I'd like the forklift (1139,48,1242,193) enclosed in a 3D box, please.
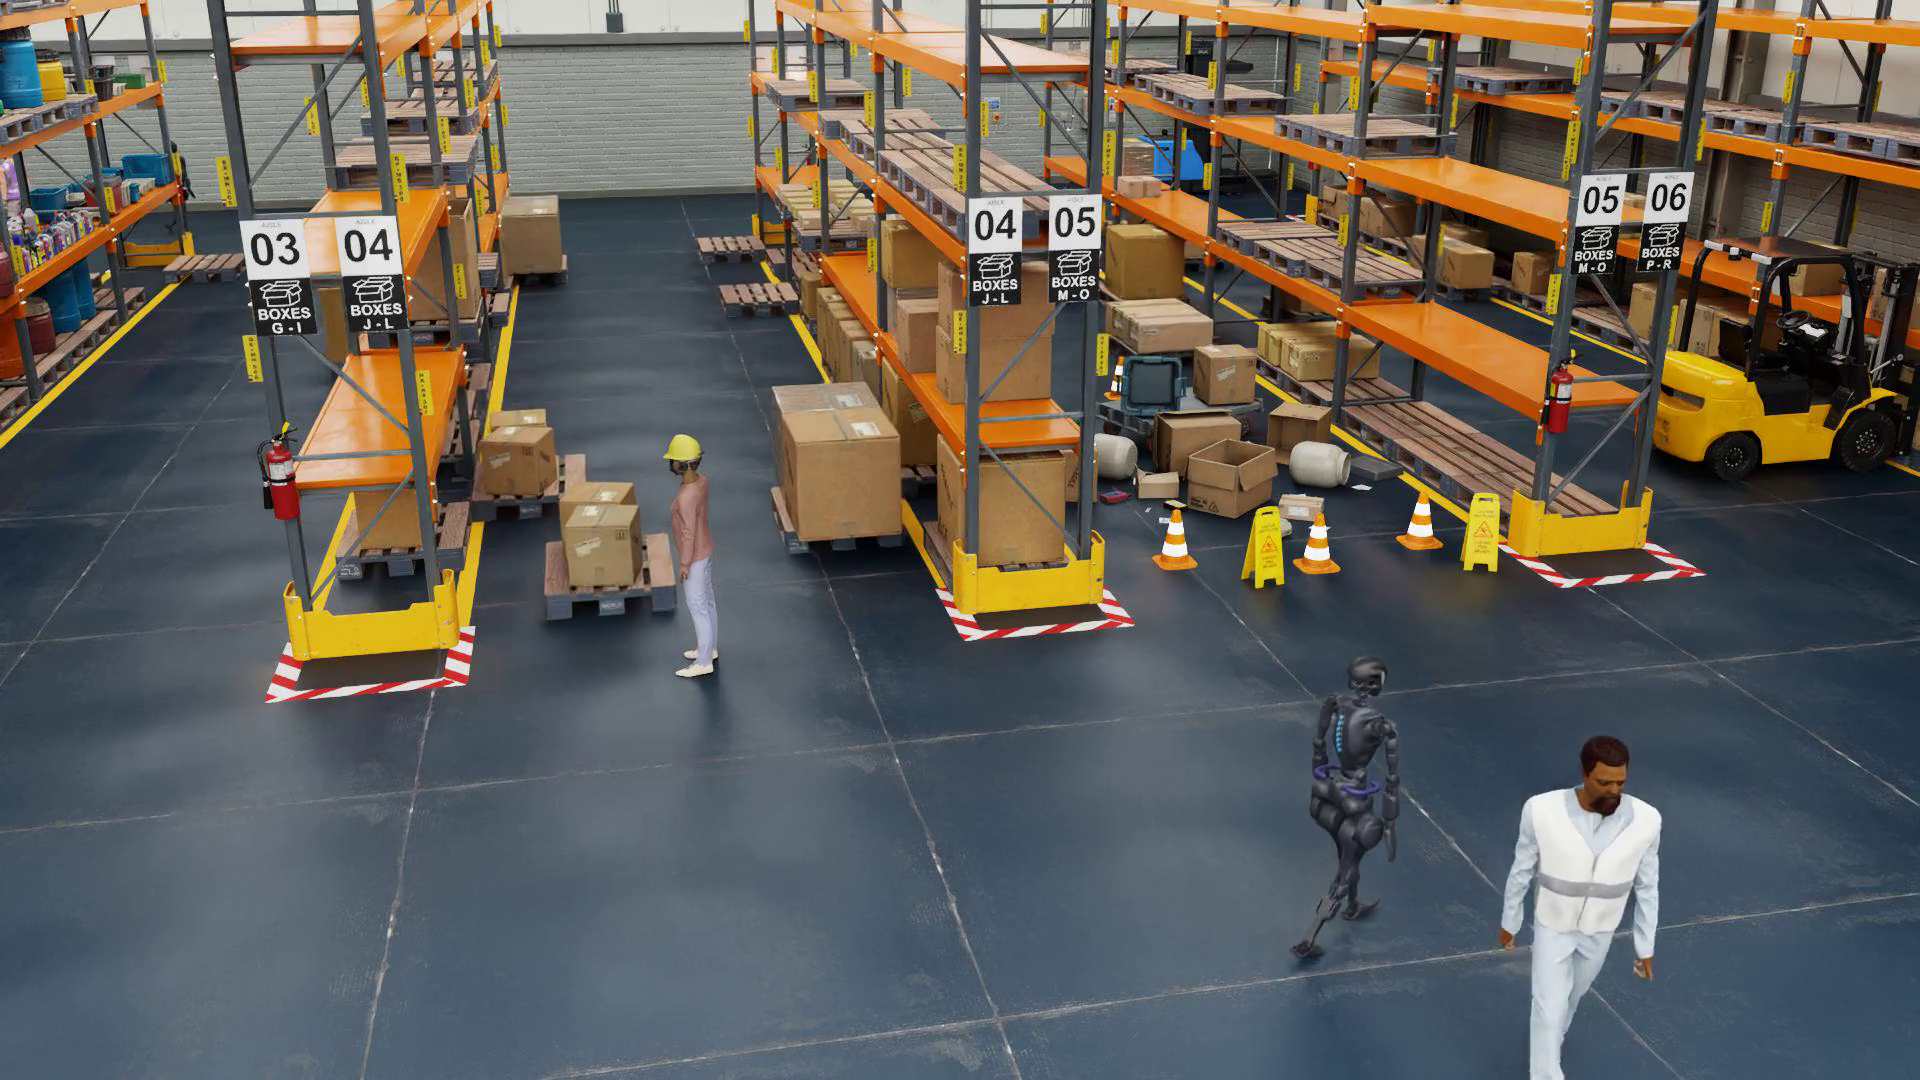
[{"bbox_3d":[4.566,-8.313,32.860,1.873,2.768,1.129,-4,21,-12],"label":"forklift"}]

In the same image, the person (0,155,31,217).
[{"bbox_3d":[-15.353,-5.549,27.111,0.349,1.688,0.489,11,23,27],"label":"person"}]

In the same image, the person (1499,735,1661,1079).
[{"bbox_3d":[2.711,1.731,7.224,0.611,1.884,0.950,1,20,2],"label":"person"}]

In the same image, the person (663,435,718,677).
[{"bbox_3d":[-1.899,0.108,11.762,0.309,1.768,0.521,1,20,3],"label":"person"}]

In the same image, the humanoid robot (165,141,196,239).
[{"bbox_3d":[-13.377,-5.960,28.296,0.739,1.642,0.611,7,21,18],"label":"humanoid robot"}]

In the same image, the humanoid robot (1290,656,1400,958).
[{"bbox_3d":[2.013,1.356,8.590,0.777,1.628,0.604,-13,24,-31],"label":"humanoid robot"}]

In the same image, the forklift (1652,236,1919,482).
[{"bbox_3d":[8.013,-1.814,16.330,2.313,2.155,1.214,-4,21,-12],"label":"forklift"}]
